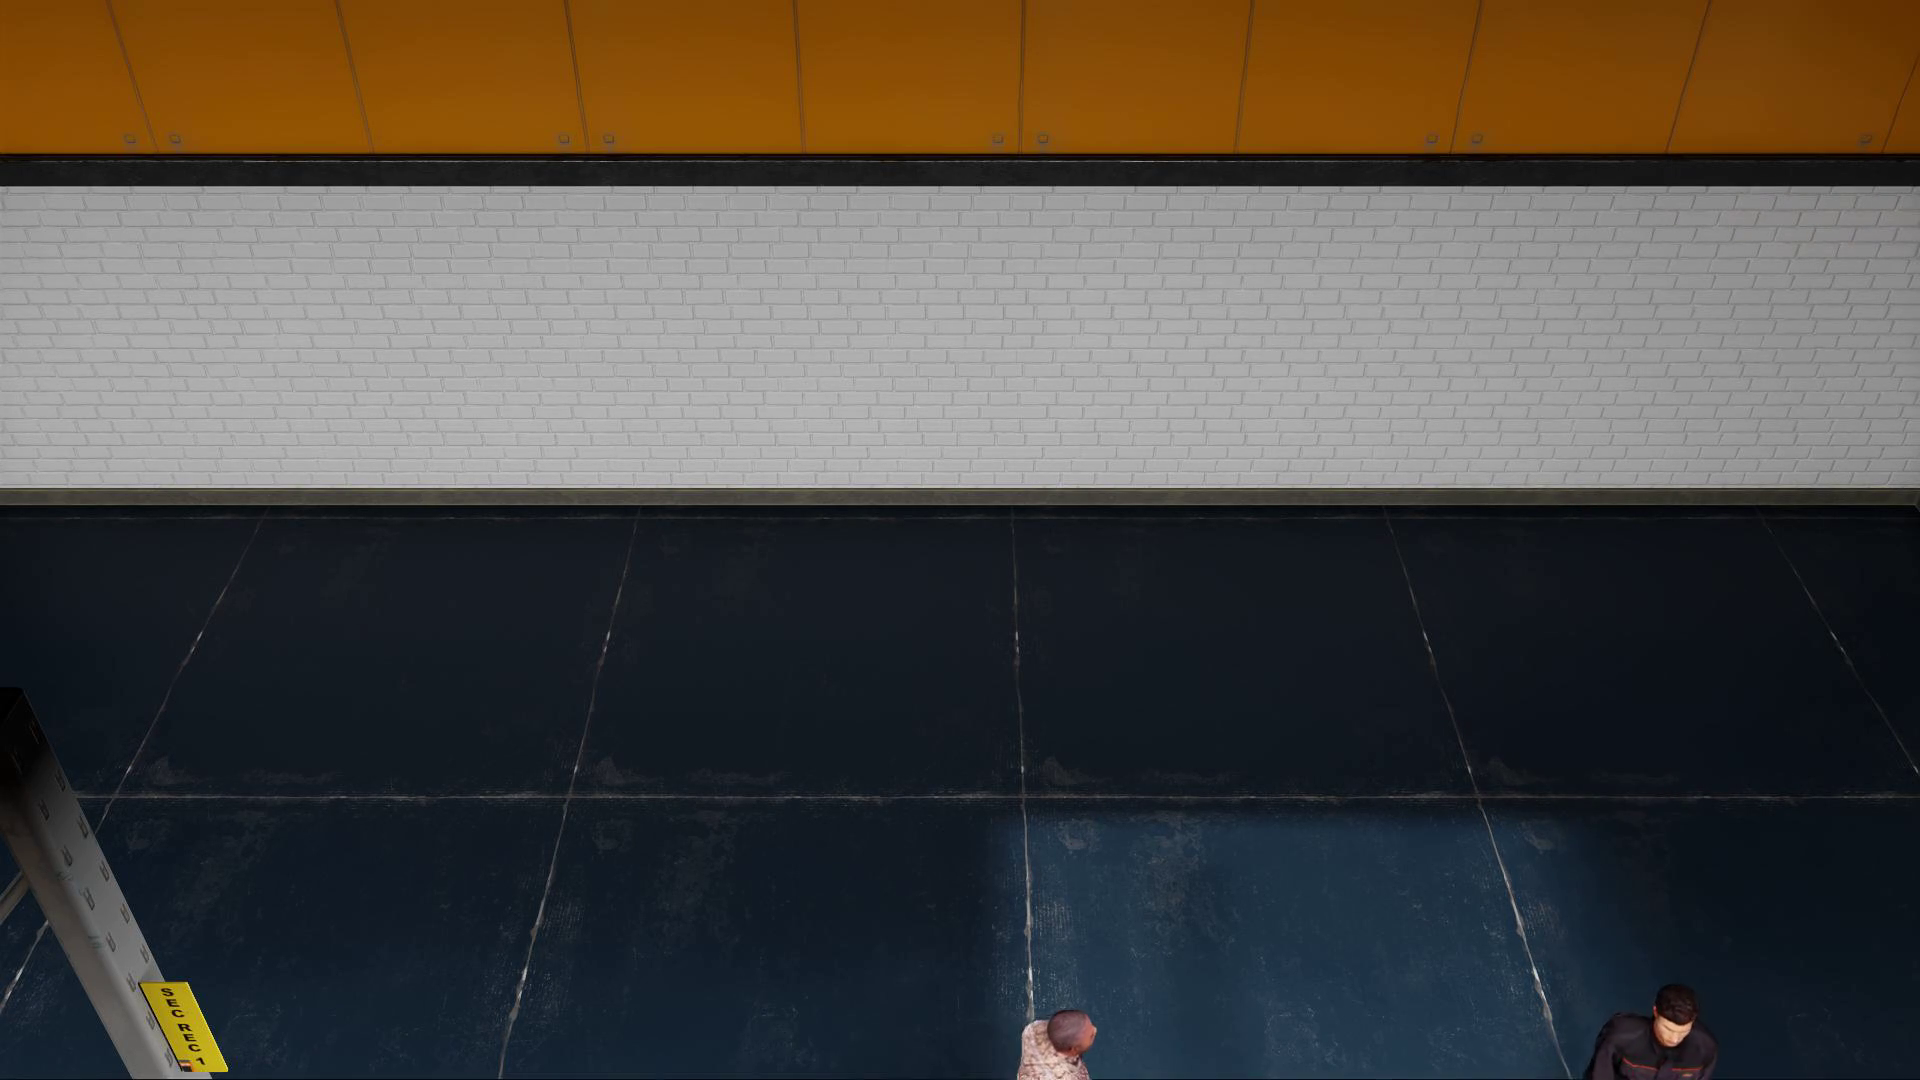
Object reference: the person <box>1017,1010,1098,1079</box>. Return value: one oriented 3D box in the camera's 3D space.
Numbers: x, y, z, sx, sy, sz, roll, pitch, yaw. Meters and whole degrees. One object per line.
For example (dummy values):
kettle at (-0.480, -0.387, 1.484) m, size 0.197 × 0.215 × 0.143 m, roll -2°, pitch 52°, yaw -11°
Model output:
person at (0.368, 2.880, 8.045) m, size 0.901 × 1.788 × 0.777 m, roll -13°, pitch 41°, yaw -16°

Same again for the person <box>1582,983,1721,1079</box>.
person at (3.290, 2.707, 8.147) m, size 0.774 × 1.930 × 0.751 m, roll 6°, pitch 39°, yaw 7°
